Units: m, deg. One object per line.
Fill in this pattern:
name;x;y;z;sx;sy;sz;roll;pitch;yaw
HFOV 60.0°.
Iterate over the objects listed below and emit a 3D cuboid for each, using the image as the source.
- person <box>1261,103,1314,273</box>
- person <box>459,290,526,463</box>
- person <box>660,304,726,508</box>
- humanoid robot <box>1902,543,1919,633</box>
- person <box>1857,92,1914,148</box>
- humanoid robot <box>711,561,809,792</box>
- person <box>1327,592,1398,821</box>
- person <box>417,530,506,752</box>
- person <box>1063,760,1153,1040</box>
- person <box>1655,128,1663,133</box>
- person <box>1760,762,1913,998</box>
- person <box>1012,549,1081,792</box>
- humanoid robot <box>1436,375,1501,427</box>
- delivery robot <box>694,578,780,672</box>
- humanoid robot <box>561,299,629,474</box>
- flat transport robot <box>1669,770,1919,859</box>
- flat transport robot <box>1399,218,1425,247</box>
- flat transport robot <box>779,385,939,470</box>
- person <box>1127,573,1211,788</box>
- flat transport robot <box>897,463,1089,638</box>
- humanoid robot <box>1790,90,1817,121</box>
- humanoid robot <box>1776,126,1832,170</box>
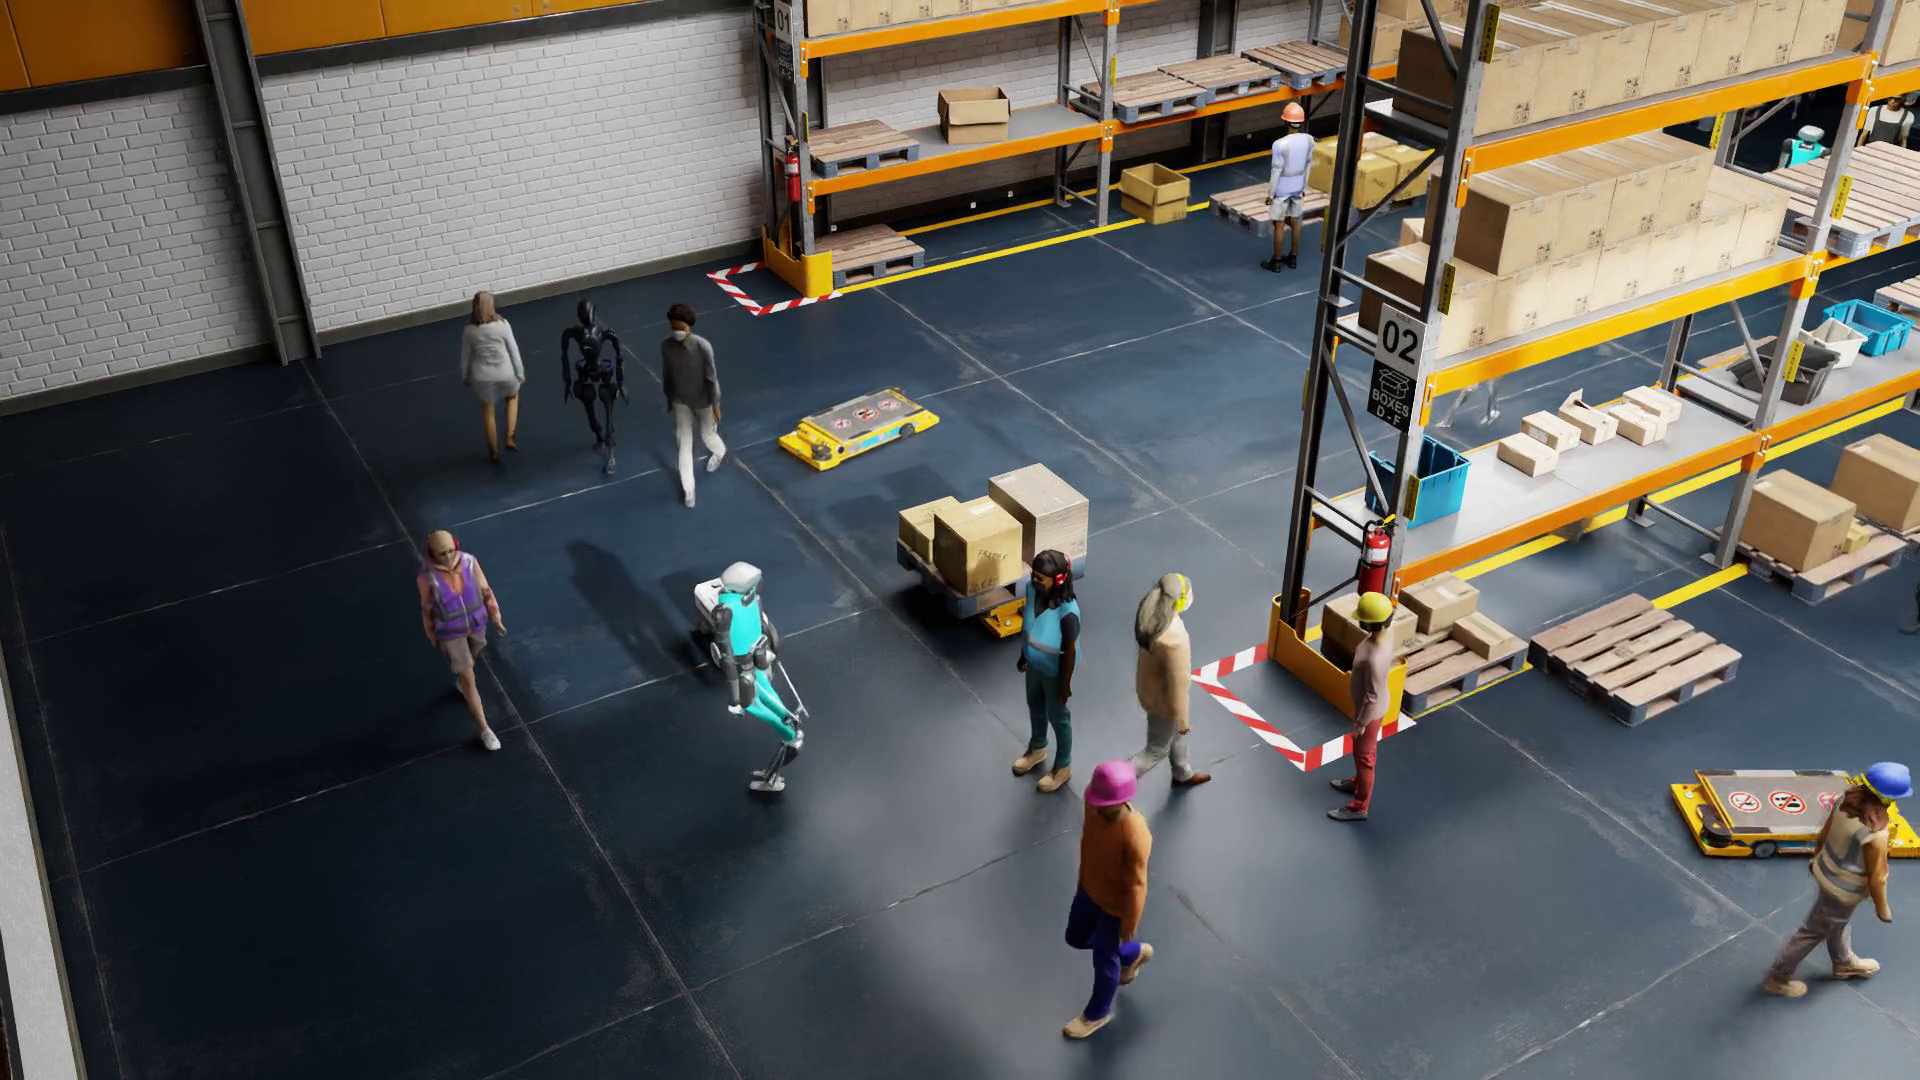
person;3.701;-3.993;18.884;0.546;1.937;0.377;-15;35;-23
person;-4.256;-1.493;15.158;0.585;1.642;0.408;-6;33;-10
person;-2.332;-1.269;14.601;0.548;1.871;0.777;3;32;5
humanoid robot;7.654;0.044;12.685;0.357;1.652;0.603;-19;37;-27
person;10.938;-4.532;19.828;0.509;1.844;0.326;18;36;26
humanoid robot;-1.243;0.977;11.113;0.693;1.766;0.538;12;34;19
person;2.656;1.088;10.948;0.323;1.760;0.523;9;33;14
person;-3.525;0.619;11.791;0.494;1.646;0.890;-25;40;-34
person;0.871;1.979;9.328;0.572;1.968;0.531;-17;36;-25
person;7.978;-4.500;19.789;0.404;1.832;0.591;-17;36;-25
person;5.166;1.978;9.538;0.754;1.748;0.484;1;32;2
person;0.597;0.854;11.231;0.390;1.860;0.509;-21;38;-29
humanoid robot;4.940;-1.845;15.685;0.898;1.800;0.567;-3;32;-4
delivery robot;-1.766;0.593;12.843;0.499;0.566;0.739;-18;36;-26
humanoid robot;-3.311;-1.423;15.066;0.593;1.621;0.761;0;32;-1
flat transport robot;5.601;1.836;11.155;1.431;0.231;0.659;0;32;0
flat transport robot;5.152;-2.582;18.201;0.659;0.231;1.431;27;41;36
flat transport robot;-0.950;-1.077;15.801;1.431;0.231;0.659;-25;40;-34
person;1.320;1.016;10.993;0.880;1.836;0.564;-8;33;-12
flat transport robot;0.222;0.298;13.608;0.659;0.231;1.431;-18;36;-26
humanoid robot;12.140;-6.760;23.573;0.585;1.625;0.755;12;34;19
humanoid robot;9.269;-3.736;18.684;0.548;1.741;1.043;25;40;34
